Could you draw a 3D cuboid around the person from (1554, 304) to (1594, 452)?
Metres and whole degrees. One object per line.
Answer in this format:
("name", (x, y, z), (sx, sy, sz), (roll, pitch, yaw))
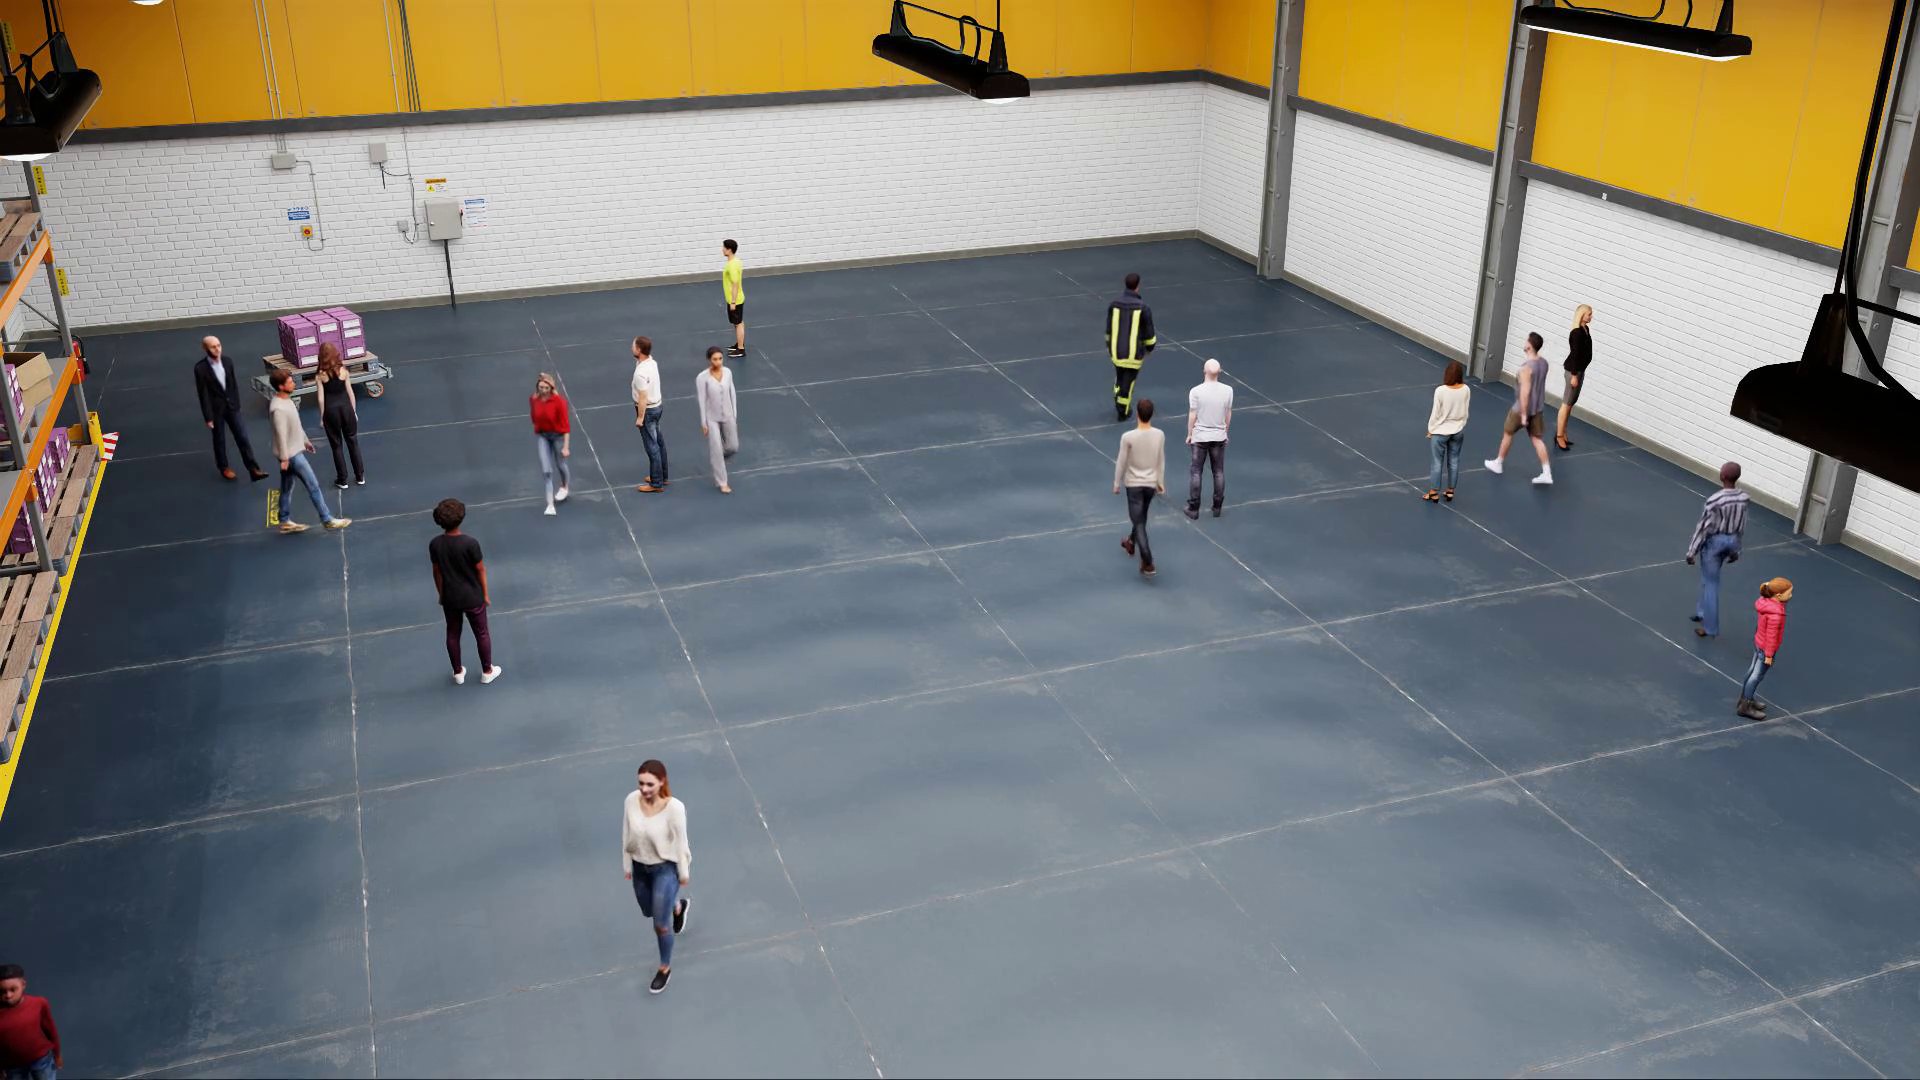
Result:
("person", (7.585, -2.018, 20.548), (0.734, 1.844, 0.687), (13, 27, 27))

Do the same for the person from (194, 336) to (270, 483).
("person", (-8.715, -1.537, 19.541), (1.210, 1.769, 1.046), (18, 30, 36))

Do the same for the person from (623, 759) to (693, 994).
("person", (-2.009, 2.176, 11.164), (0.946, 1.674, 1.036), (8, 25, 17))

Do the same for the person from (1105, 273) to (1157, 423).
("person", (2.139, -2.466, 21.496), (1.008, 1.905, 1.072), (14, 27, 29))

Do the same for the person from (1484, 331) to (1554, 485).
("person", (6.725, -1.507, 19.480), (0.767, 1.810, 1.216), (-13, 27, -28))

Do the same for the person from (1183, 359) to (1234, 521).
("person", (2.767, -1.132, 18.534), (0.685, 1.832, 0.624), (-5, 24, -10))

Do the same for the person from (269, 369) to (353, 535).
("person", (-7.348, -0.926, 18.010), (0.714, 1.875, 0.916), (-8, 25, -18))

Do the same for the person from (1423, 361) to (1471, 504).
("person", (5.562, -1.237, 18.962), (0.639, 1.682, 0.578), (-5, 24, -10))

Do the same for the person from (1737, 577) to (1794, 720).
("person", (6.999, 0.921, 14.485), (0.648, 1.314, 0.574), (7, 25, 16))

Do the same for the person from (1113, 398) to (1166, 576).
("person", (1.887, -0.513, 17.124), (0.694, 1.829, 1.184), (-7, 25, -15))

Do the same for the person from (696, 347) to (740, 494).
("person", (-2.859, -1.431, 19.357), (0.746, 1.722, 0.855), (-15, 28, -31))

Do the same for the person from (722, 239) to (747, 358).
("person", (-3.267, -3.535, 24.189), (0.734, 1.708, 0.573), (-2, 24, -3))

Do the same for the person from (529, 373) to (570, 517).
("person", (-4.593, -1.129, 18.771), (0.921, 1.638, 1.182), (4, 24, 10))

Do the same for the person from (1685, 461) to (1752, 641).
("person", (7.214, 0.142, 15.686), (0.651, 1.780, 0.683), (-9, 25, -19))

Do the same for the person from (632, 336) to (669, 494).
("person", (-3.588, -1.473, 19.284), (0.809, 1.856, 0.688), (4, 24, 9))

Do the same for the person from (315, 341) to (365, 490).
("person", (-7.258, -1.468, 19.411), (0.645, 1.746, 0.598), (-16, 28, -33))

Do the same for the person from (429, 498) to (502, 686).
("person", (-4.478, 0.463, 14.947), (0.685, 1.784, 0.681), (-1, 24, -2))

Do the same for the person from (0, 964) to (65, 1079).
("person", (-5.503, 3.003, 9.806), (0.536, 1.247, 0.578), (-12, 26, -25))
